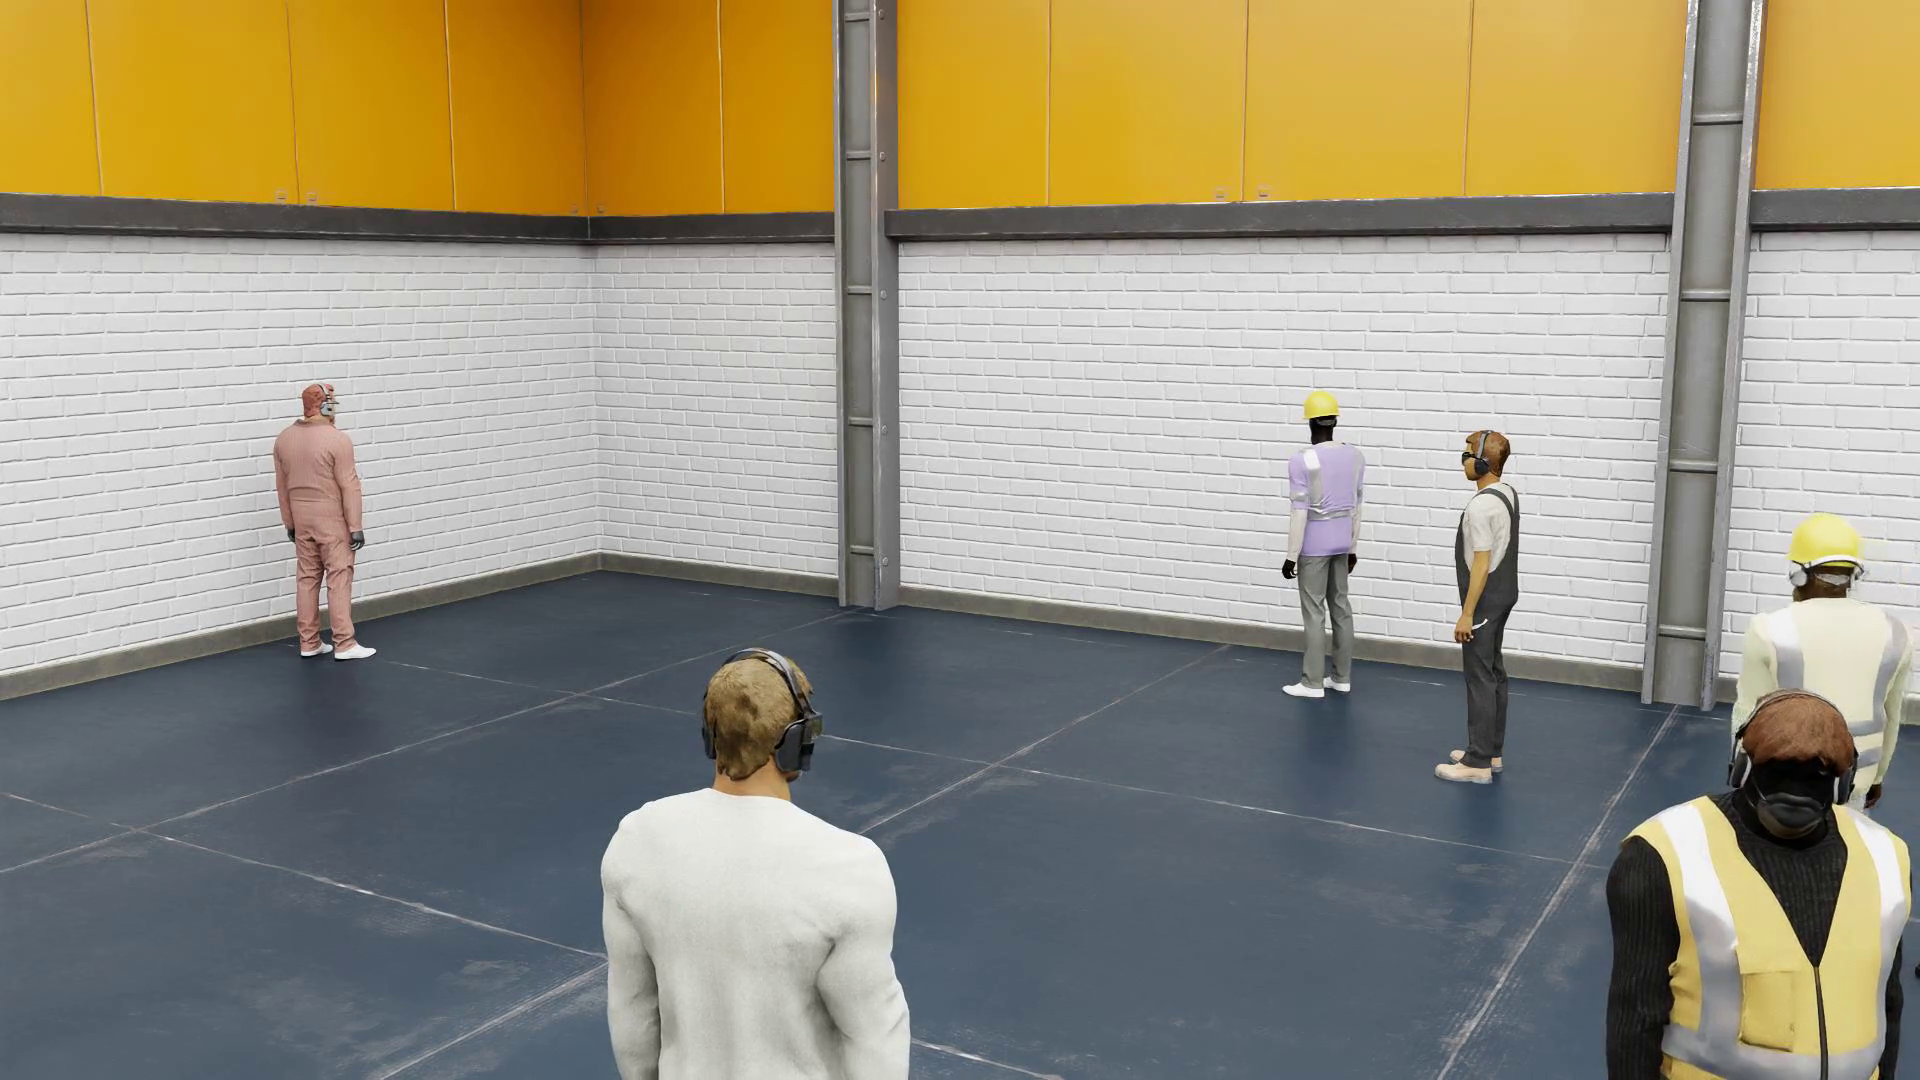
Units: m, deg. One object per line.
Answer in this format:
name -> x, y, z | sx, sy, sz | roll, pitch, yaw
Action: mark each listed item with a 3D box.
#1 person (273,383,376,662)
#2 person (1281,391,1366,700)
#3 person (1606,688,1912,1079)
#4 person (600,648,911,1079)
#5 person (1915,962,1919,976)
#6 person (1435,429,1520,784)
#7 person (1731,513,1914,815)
person -> -4.340, -0.120, 11.394 | 0.655, 1.905, 0.407 | 4, 10, 21
person -> 2.247, 0.034, 10.373 | 0.591, 1.923, 0.382 | -5, 11, -30
person -> 1.618, 1.198, 3.380 | 0.623, 1.840, 0.430 | -1, 9, -5
person -> -0.385, 1.164, 3.273 | 0.636, 1.938, 0.363 | 4, 10, 23
person -> 3.798, 0.730, 5.985 | 0.364, 1.935, 0.552 | -3, 10, -19
person -> 2.720, 0.344, 8.681 | 0.344, 1.846, 0.507 | 6, 11, 33
person -> 2.995, 0.807, 5.882 | 0.607, 1.816, 0.483 | 1, 9, 4
